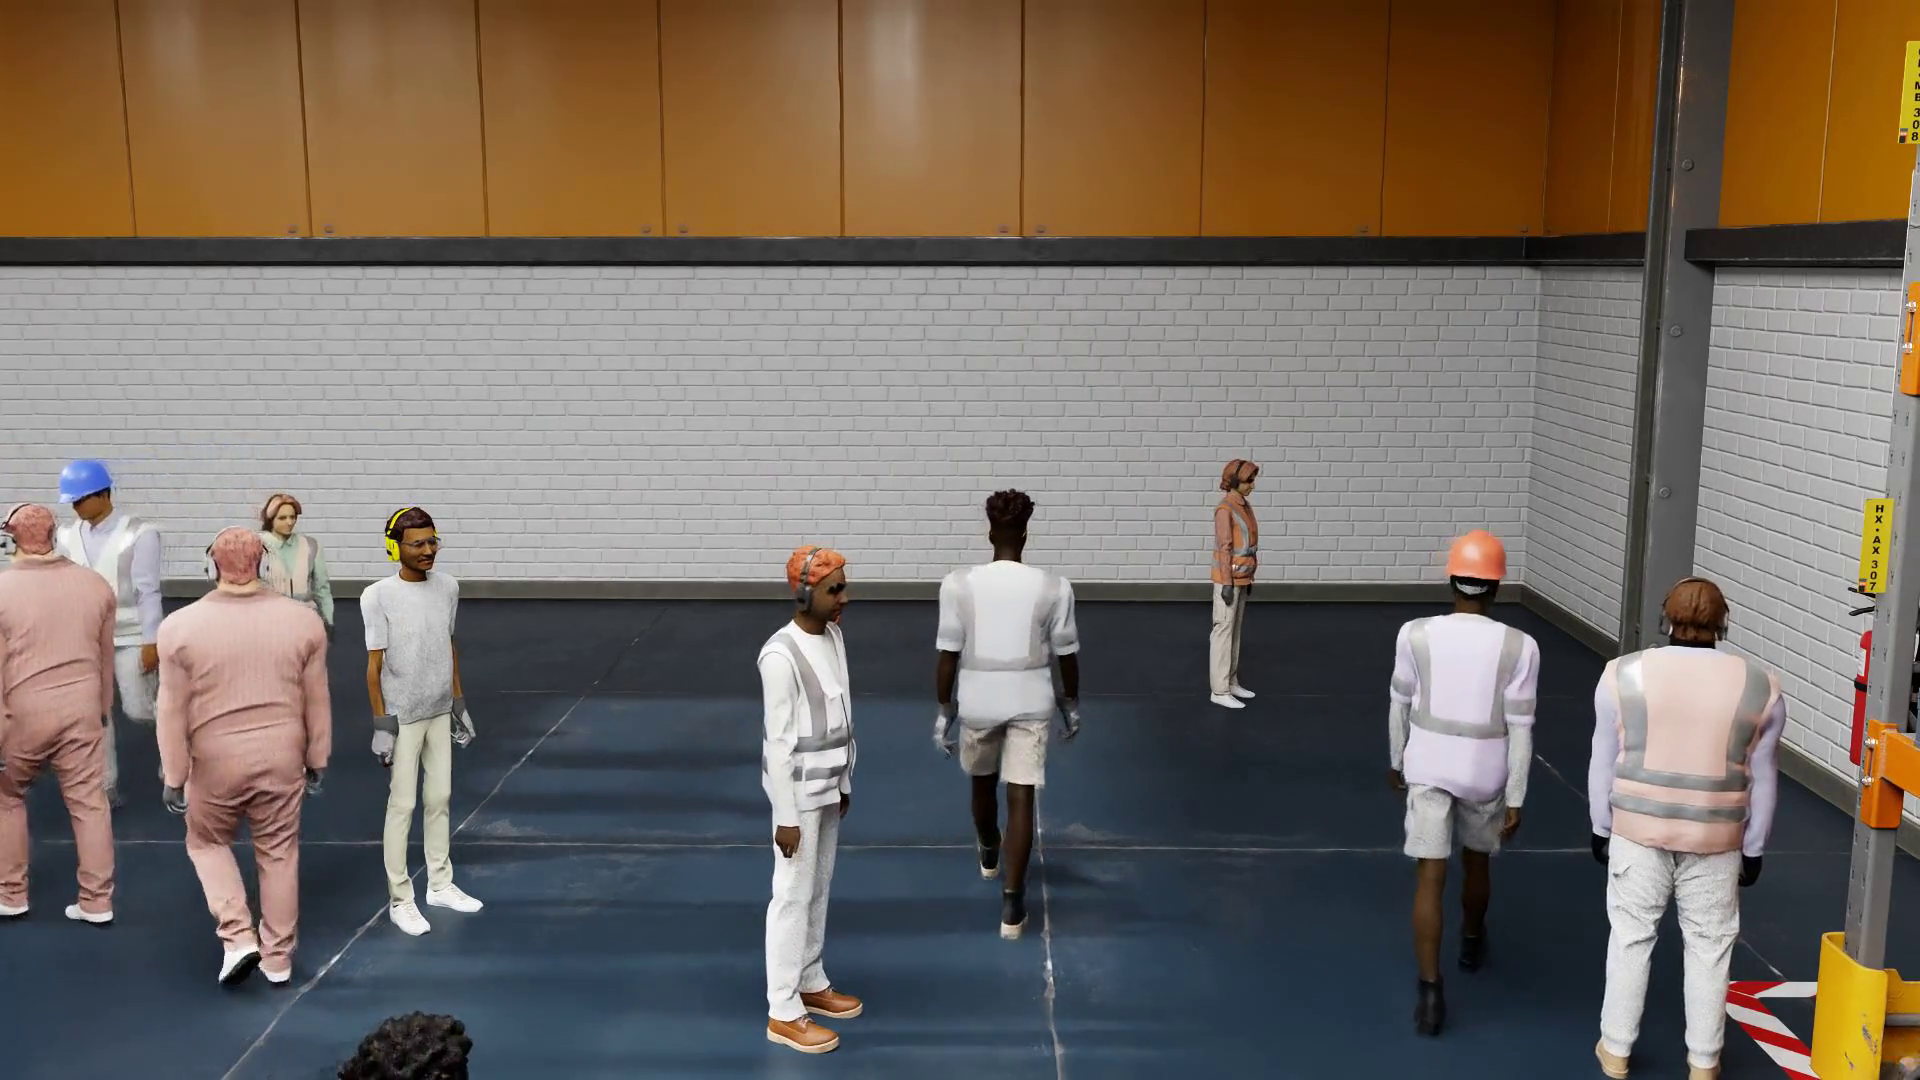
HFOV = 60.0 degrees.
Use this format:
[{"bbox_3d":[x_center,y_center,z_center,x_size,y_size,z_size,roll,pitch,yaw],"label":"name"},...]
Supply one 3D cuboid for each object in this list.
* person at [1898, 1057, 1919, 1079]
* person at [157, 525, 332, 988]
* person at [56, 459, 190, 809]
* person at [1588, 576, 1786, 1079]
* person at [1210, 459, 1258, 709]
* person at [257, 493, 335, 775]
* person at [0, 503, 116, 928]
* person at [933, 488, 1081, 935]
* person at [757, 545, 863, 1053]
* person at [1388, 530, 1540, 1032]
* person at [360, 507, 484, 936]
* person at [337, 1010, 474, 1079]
[{"bbox_3d":[1.443,1.609,2.531,0.568,1.819,0.486,3,10,19],"label":"person"},{"bbox_3d":[-2.864,0.876,6.669,0.658,1.886,0.437,-7,12,-36],"label":"person"},{"bbox_3d":[-4.487,0.489,8.933,0.628,1.911,0.702,1,10,7],"label":"person"},{"bbox_3d":[2.545,1.036,5.900,0.614,1.835,0.428,4,10,20],"label":"person"},{"bbox_3d":[1.809,0.278,11.007,0.308,1.640,0.511,4,10,23],"label":"person"},{"bbox_3d":[-3.953,0.514,9.691,0.723,1.614,0.521,9,13,44],"label":"person"},{"bbox_3d":[-4.082,0.769,7.331,0.800,1.876,0.685,5,11,30],"label":"person"},{"bbox_3d":[0.225,0.719,7.527,0.646,1.913,0.989,1,10,6],"label":"person"},{"bbox_3d":[-0.564,0.950,6.247,0.337,1.883,0.584,3,10,16],"label":"person"},{"bbox_3d":[1.965,0.900,6.549,0.559,1.885,0.987,3,10,20],"label":"person"},{"bbox_3d":[-2.366,0.778,7.327,0.328,1.872,0.514,6,11,31],"label":"person"},{"bbox_3d":[-1.010,1.633,2.830,0.536,1.673,0.773,9,13,42],"label":"person"}]
